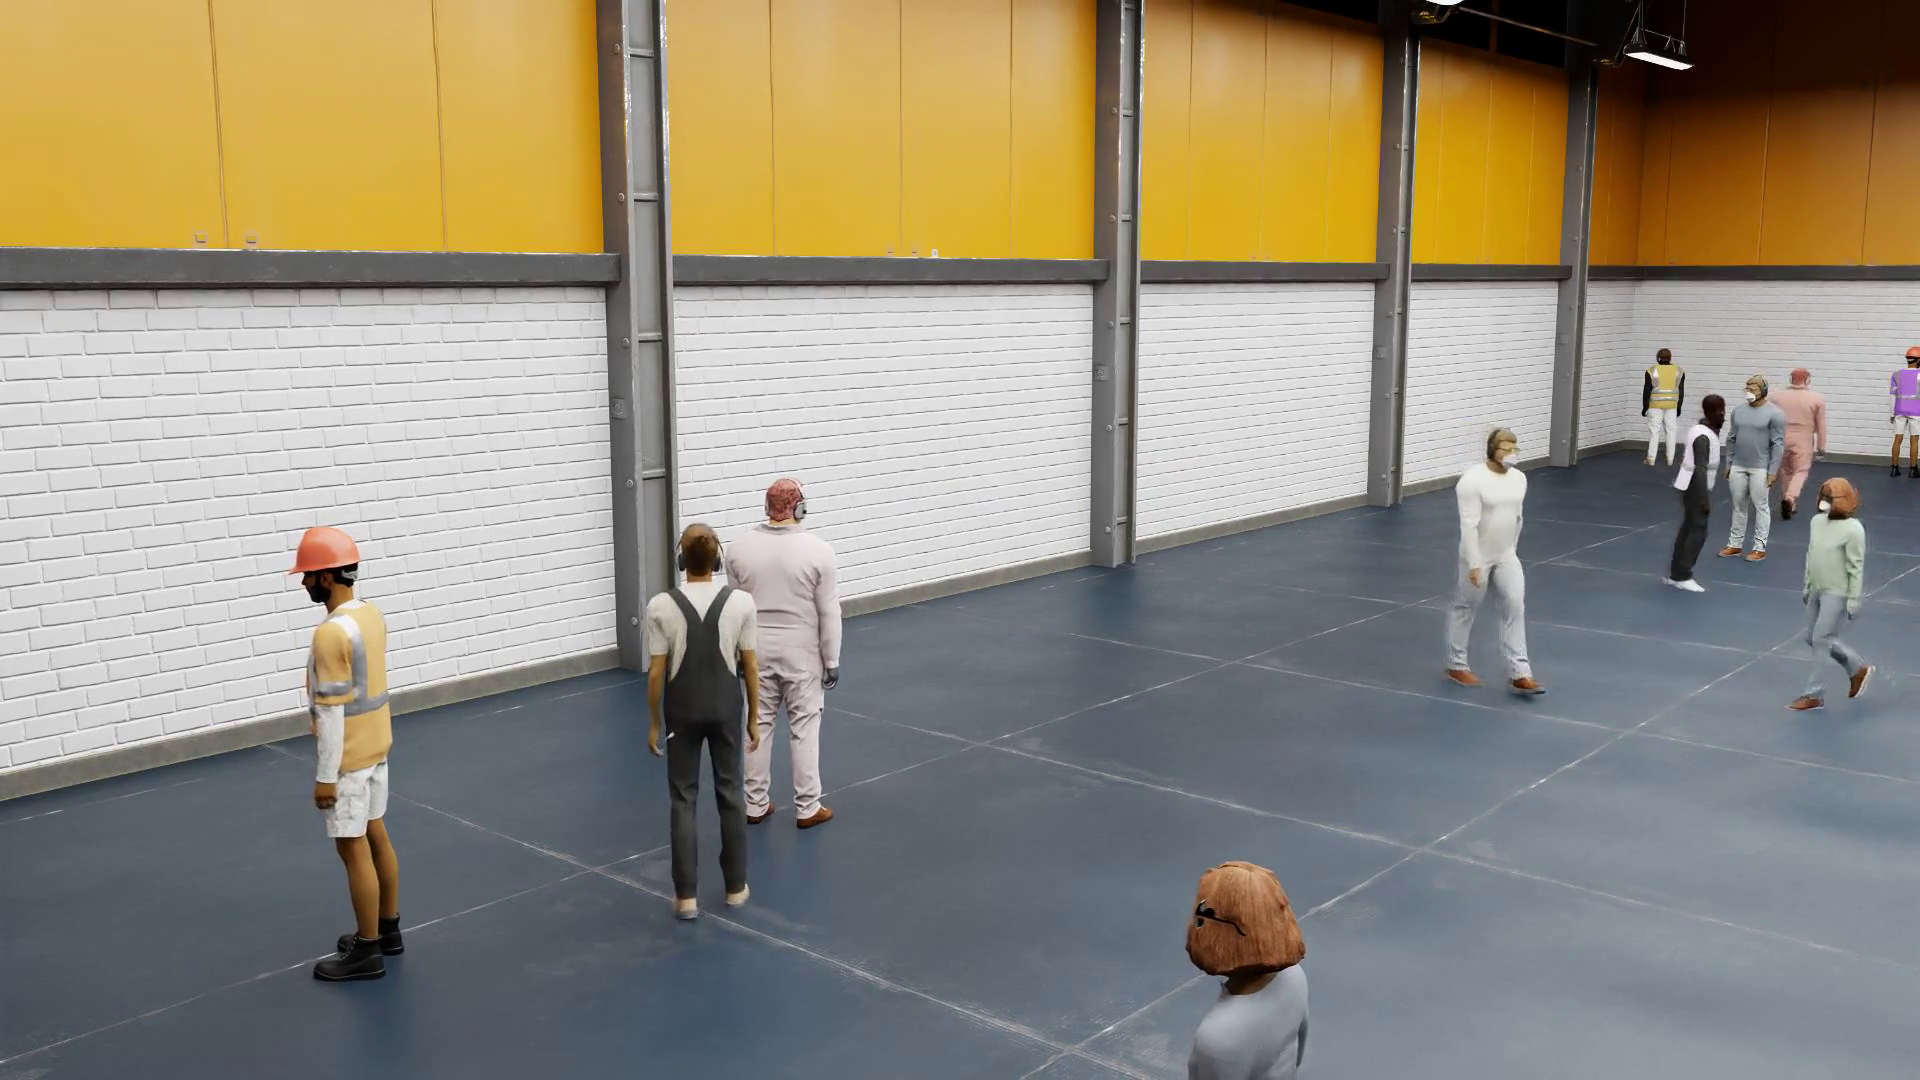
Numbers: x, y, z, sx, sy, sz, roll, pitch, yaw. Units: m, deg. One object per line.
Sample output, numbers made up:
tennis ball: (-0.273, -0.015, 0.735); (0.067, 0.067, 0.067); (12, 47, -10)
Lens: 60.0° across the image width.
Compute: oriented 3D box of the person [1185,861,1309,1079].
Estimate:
person: (0.654, 1.547, 3.916); (0.282, 1.633, 0.498); (5, 11, 31)

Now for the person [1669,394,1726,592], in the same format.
person: (6.970, -0.455, 15.751); (0.420, 1.872, 0.764); (4, 10, 23)

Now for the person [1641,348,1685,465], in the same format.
person: (10.993, -2.080, 26.048); (0.620, 1.842, 0.429); (1, 9, 5)

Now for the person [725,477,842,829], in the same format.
person: (-0.932, 0.609, 8.986); (0.643, 1.901, 0.402); (2, 9, 15)

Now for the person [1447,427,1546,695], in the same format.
person: (3.807, 0.163, 11.768); (0.641, 1.902, 0.918); (-4, 10, -21)

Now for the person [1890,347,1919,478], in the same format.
person: (13.984, -1.876, 24.488); (0.374, 1.928, 0.542); (-8, 12, -40)

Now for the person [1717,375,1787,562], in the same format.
person: (8.269, -0.747, 17.369); (0.372, 1.940, 0.630); (-5, 10, -30)

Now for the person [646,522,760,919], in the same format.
person: (-1.189, 0.833, 7.751); (0.514, 1.845, 0.335); (-2, 9, -13)

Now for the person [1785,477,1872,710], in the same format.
person: (5.997, 0.366, 11.372); (0.596, 1.615, 0.511); (-1, 9, -6)

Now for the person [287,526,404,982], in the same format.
person: (-2.618, 0.899, 7.068); (0.380, 1.929, 0.541); (0, 9, -2)

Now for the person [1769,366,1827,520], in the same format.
person: (10.235, -1.193, 20.378); (0.648, 1.875, 0.855); (8, 12, 41)
